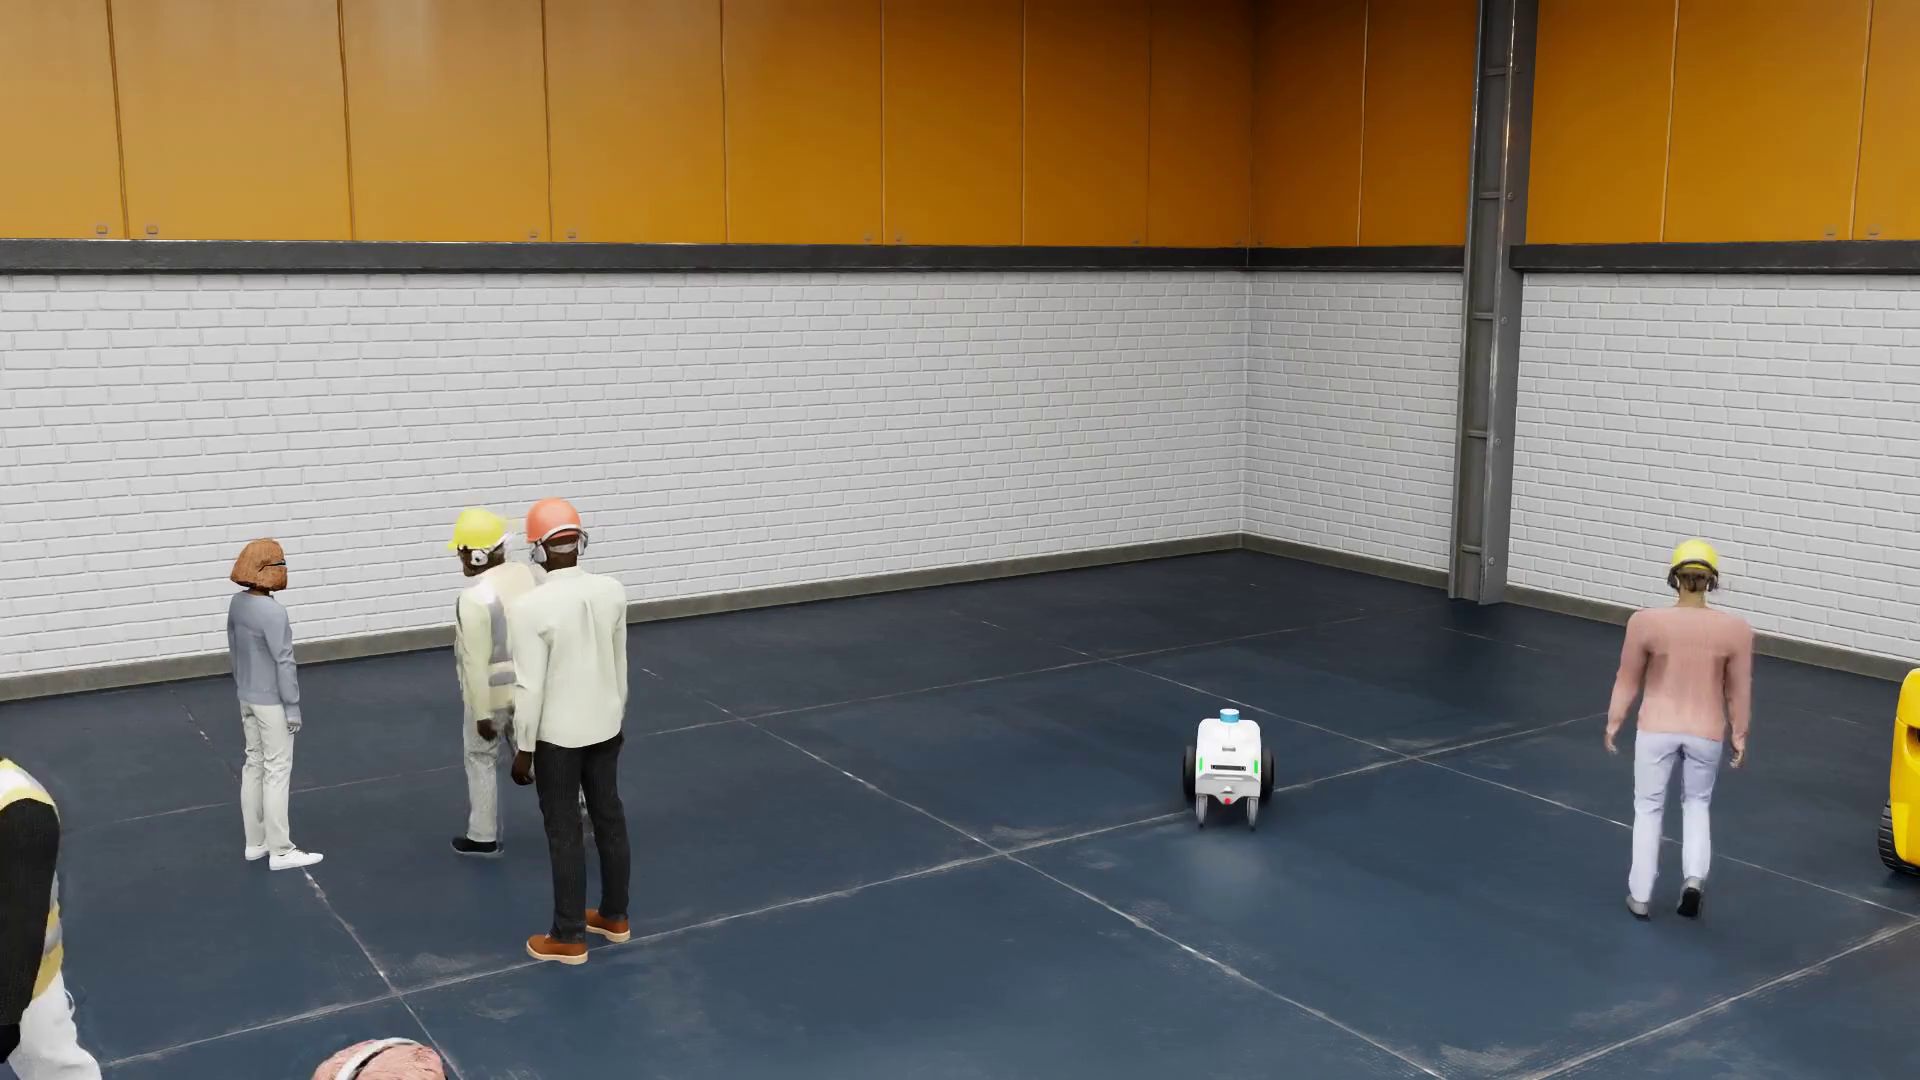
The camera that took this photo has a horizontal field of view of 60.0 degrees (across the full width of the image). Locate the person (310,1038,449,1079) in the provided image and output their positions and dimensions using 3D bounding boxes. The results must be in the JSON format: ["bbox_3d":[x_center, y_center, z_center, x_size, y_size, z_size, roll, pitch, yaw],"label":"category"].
[{"bbox_3d":[-0.896,1.629,2.522,0.930,1.878,0.647,6,11,31],"label":"person"}]

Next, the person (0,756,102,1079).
[{"bbox_3d":[-2.895,1.289,4.815,0.639,1.784,0.980,4,10,24],"label":"person"}]

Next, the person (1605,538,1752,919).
[{"bbox_3d":[3.226,0.867,7.480,0.585,1.740,0.482,3,10,15],"label":"person"}]

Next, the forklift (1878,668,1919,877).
[{"bbox_3d":[5.511,0.571,7.906,2.313,2.155,1.214,-6,11,-33],"label":"forklift"}]

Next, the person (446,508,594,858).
[{"bbox_3d":[-2.199,0.726,8.161,0.770,1.801,0.593,4,10,25],"label":"person"}]

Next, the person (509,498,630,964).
[{"bbox_3d":[-1.672,0.809,7.098,0.401,1.986,0.612,7,11,34],"label":"person"}]

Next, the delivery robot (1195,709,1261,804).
[{"bbox_3d":[1.454,1.160,9.005,0.477,0.478,0.707,2,10,9],"label":"delivery robot"}]

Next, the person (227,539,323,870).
[{"bbox_3d":[-3.403,0.802,8.196,0.509,1.632,0.266,8,12,40],"label":"person"}]
